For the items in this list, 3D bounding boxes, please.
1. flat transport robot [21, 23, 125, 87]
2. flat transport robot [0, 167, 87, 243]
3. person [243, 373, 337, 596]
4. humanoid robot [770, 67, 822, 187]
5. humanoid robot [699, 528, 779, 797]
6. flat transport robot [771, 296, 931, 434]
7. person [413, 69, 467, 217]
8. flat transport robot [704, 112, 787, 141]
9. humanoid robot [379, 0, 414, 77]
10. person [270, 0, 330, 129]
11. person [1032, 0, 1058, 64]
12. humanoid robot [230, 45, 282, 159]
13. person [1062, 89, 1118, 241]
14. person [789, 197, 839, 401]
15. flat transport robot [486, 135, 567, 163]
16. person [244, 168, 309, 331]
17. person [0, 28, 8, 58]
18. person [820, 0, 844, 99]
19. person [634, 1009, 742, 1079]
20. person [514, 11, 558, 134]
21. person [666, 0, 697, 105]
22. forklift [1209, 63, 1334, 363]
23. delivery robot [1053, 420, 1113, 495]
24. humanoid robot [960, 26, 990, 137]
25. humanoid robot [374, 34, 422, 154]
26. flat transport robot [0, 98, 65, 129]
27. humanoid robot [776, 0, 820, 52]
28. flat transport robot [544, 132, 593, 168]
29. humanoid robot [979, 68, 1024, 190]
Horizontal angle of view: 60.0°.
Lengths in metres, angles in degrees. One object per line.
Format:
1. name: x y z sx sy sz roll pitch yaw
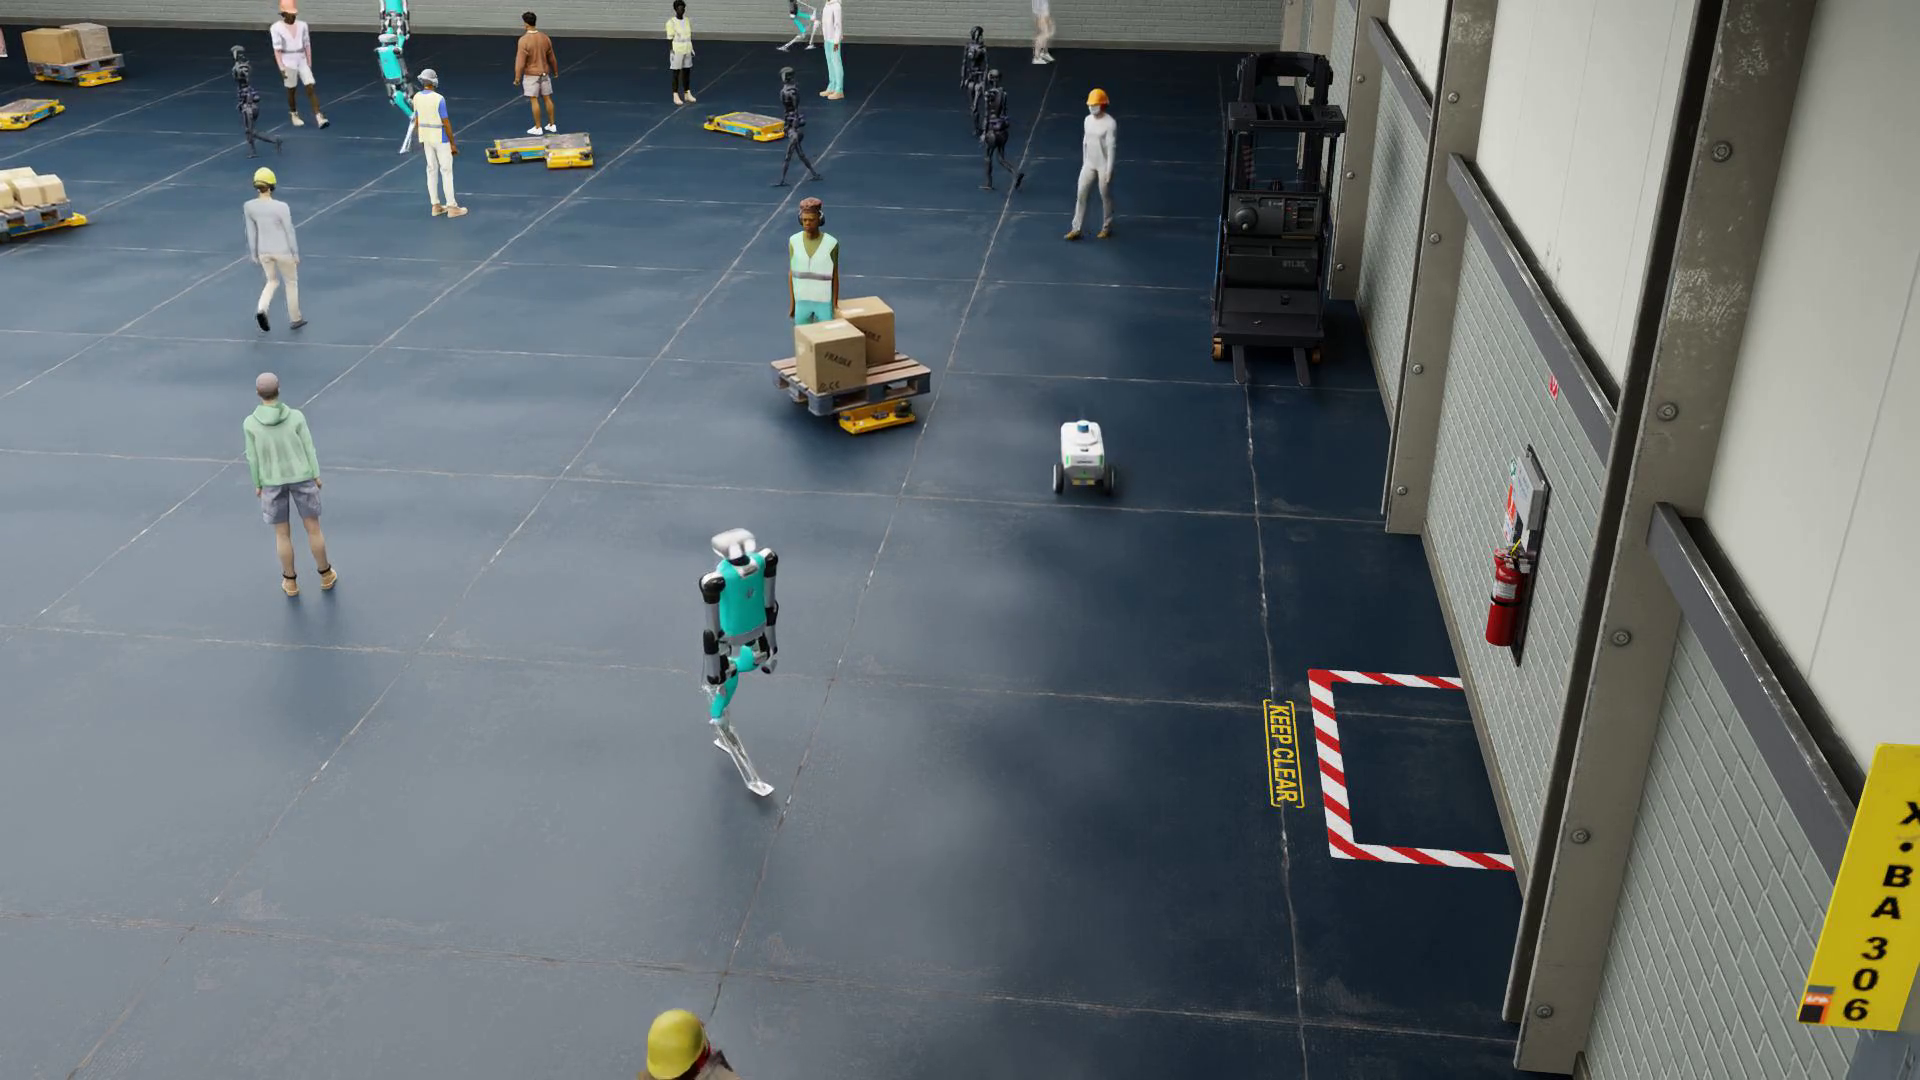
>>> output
1. flat transport robot: -15.771 -8.297 29.702 1.431 0.231 0.659 12 29 23
2. flat transport robot: -11.999 -4.024 21.172 0.659 0.231 1.431 21 33 35
3. person: -4.972 -0.405 12.304 0.469 1.741 0.346 -10 28 -19
4. humanoid robot: -2.308 -5.749 23.099 0.780 1.627 0.611 -10 28 -19
5. humanoid robot: -1.418 0.691 10.124 0.921 1.768 0.546 24 35 39
6. flat transport robot: -1.057 -1.376 15.885 0.659 0.231 1.431 -15 30 -27
7. person: -6.795 -5.141 21.591 0.542 1.891 0.389 10 28 20
8. flat transport robot: -3.291 -6.493 26.102 1.431 0.231 0.659 21 33 35
9. humanoid robot: -10.061 -9.020 29.517 0.542 1.782 0.882 1 27 2
10. person: -10.405 -7.455 26.101 0.621 1.989 1.029 -21 33 -35
11. person: 1.619 -9.808 30.939 0.572 1.860 0.529 3 27 6
12. humanoid robot: -10.399 -6.453 24.457 0.553 1.635 0.586 -19 32 -33
13. person: 1.660 -4.599 20.539 0.592 1.861 0.866 20 33 35
14. person: -1.376 -2.274 15.774 0.482 1.978 0.403 3 27 6
15. flat transport robot: -6.305 -5.814 24.745 1.431 0.231 0.659 -8 28 -16
16. person: -7.253 -3.028 17.536 0.522 1.742 0.581 5 27 9
17. person: -18.375 -10.003 31.281 0.412 1.909 0.637 3 27 6
18. person: -2.165 -8.482 28.236 0.384 1.917 0.490 -14 30 -26
19. person: -1.024 2.489 6.541 0.548 1.724 0.767 1 27 2
20. person: -6.570 -7.271 25.889 0.392 1.848 0.778 23 35 38
21. person: -4.666 -8.186 27.881 0.321 1.698 0.536 22 34 36
22. forklift: 3.241 -3.477 17.183 1.129 2.768 1.873 3 27 6
23. delivery robot: 1.050 -0.731 14.271 0.499 0.587 0.782 0 27 1
24. humanoid robot: 0.231 -7.105 25.748 0.457 1.648 0.597 -24 35 -39
25. humanoid robot: -8.224 -6.708 24.933 0.570 1.789 0.873 15 30 27
26. flat transport robot: -15.157 -6.891 26.895 0.659 0.231 1.431 0 27 0
27. humanoid robot: -3.043 -10.159 31.791 1.008 1.739 0.537 -2 27 -4
28. flat transport robot: -5.828 -5.801 24.720 0.659 0.231 1.431 -6 27 -13
29. humanoid robot: 0.554 -5.595 22.756 0.621 1.640 0.608 15 30 27
